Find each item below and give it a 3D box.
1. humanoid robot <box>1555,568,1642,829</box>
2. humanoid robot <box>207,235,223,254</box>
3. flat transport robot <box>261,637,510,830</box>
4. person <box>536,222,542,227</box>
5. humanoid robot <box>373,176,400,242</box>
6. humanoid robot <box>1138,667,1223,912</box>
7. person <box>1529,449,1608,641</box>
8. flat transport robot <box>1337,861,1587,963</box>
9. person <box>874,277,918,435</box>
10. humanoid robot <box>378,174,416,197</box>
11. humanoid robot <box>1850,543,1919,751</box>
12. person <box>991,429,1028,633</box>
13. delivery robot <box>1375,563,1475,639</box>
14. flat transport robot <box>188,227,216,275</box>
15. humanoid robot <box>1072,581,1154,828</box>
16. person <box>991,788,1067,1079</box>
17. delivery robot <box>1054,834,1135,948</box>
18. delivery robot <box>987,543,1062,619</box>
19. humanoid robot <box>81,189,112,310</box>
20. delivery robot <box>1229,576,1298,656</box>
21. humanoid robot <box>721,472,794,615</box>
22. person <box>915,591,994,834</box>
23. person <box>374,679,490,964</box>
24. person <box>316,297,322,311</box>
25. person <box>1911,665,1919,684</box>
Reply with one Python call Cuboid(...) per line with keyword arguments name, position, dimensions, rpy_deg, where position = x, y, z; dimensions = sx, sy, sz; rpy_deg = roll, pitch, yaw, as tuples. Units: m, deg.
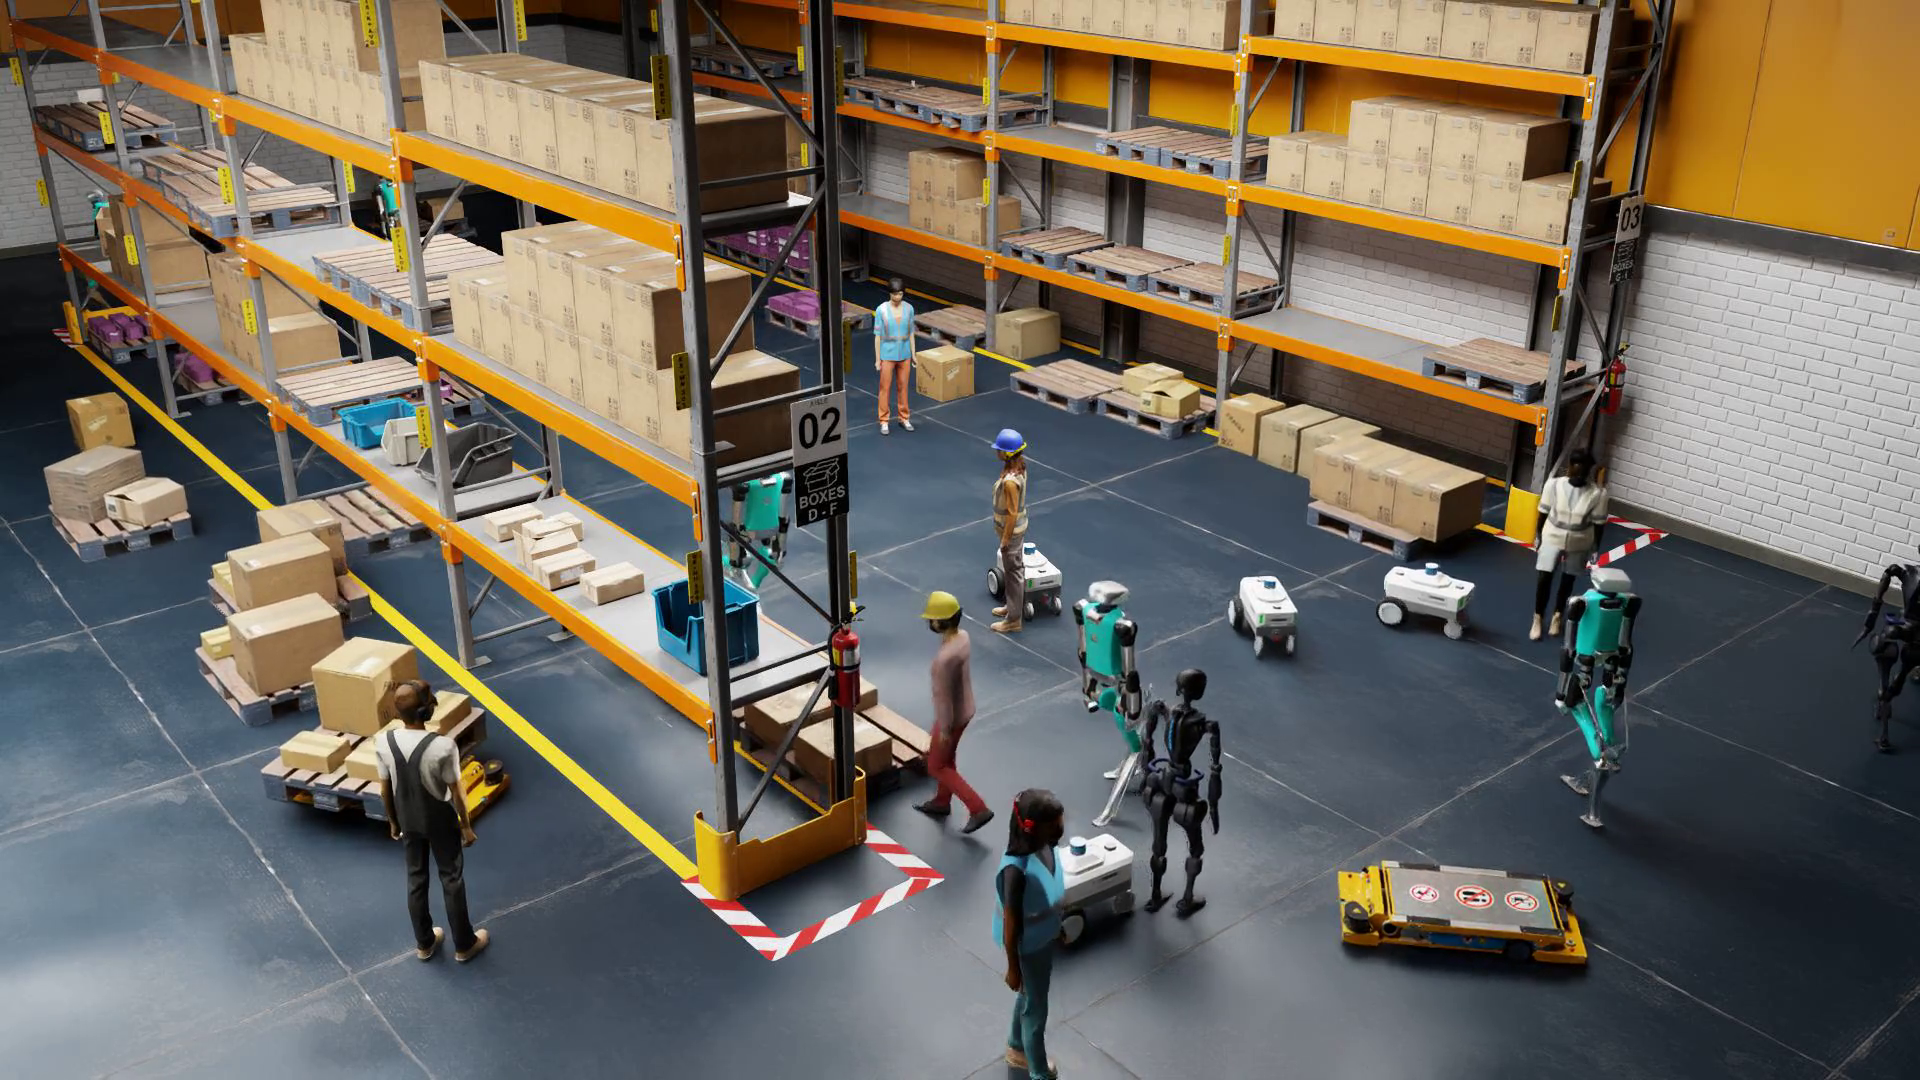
Cuboid(name="humanoid robot", position=(4.385, 1.132, 11.199), dimensions=(0.535, 1.772, 0.899), rpy_deg=(-5, 24, -11))
Cuboid(name="humanoid robot", position=(-10.427, -4.163, 23.506), dimensions=(0.335, 1.657, 0.602), rpy_deg=(-4, 24, -9))
Cuboid(name="flat transport robot", position=(-3.973, 1.700, 11.707), dimensions=(1.431, 0.231, 0.659), rpy_deg=(7, 24, 16))
Cuboid(name="person", position=(-5.140, -2.967, 20.451), dimensions=(0.406, 1.905, 0.650), rpy_deg=(13, 27, 28))
Cuboid(name="humanoid robot", position=(-8.011, -4.394, 23.961), dimensions=(0.600, 1.763, 0.866), rpy_deg=(-10, 25, -22))
Cuboid(name="humanoid robot", position=(1.355, 1.548, 10.296), dimensions=(0.609, 1.649, 0.322), rpy_deg=(19, 30, 37))
Cuboid(name="person", position=(5.001, 0.063, 13.700), dimensions=(0.554, 1.683, 0.559), rpy_deg=(9, 25, 20))
Cuboid(name="flat transport robot", position=(3.091, 2.301, 10.315), dimensions=(1.431, 0.231, 0.659), rpy_deg=(4, 24, 8))
Cuboid(name="person", position=(-0.714, -2.047, 18.494), dimensions=(0.489, 1.766, 0.323), rpy_deg=(-9, 25, -20))
Cuboid(name="humanoid robot", position=(-9.502, -6.141, 28.149), dimensions=(0.777, 1.895, 0.549), rpy_deg=(9, 25, 21))
Cuboid(name="humanoid robot", position=(6.961, 0.702, 12.310), dimensions=(0.613, 1.625, 0.788), rpy_deg=(6, 24, 13))
Cuboid(name="person", position=(0.411, -0.083, 13.932), dimensions=(0.308, 1.778, 0.461), rpy_deg=(3, 23, 6))
Cuboid(name="delivery robot", position=(3.958, 0.487, 14.175), dimensions=(0.793, 0.610, 0.499), rpy_deg=(14, 27, 30))
Cuboid(name="flat transport robot", position=(-11.111, -3.782, 24.401), dimensions=(1.431, 0.231, 0.659), rpy_deg=(-10, 25, -22))
Cuboid(name="humanoid robot", position=(1.167, 1.046, 11.392), dimensions=(0.915, 1.777, 0.530), rpy_deg=(-18, 29, -35))
Cuboid(name="person", position=(0.443, 2.127, 8.725), dimensions=(0.553, 1.861, 0.549), rpy_deg=(12, 26, 25))
Cuboid(name="delivery robot", position=(0.709, 2.142, 10.348), dimensions=(0.814, 0.614, 0.499), rpy_deg=(-15, 27, -31))
Cuboid(name="delivery robot", position=(0.594, 0.311, 14.568), dimensions=(0.499, 0.599, 0.784), rpy_deg=(-10, 25, -21))
Cuboid(name="humanoid robot", position=(-11.822, -3.830, 22.728), dimensions=(0.651, 1.858, 0.540), rpy_deg=(-16, 28, -32))
Cuboid(name="delivery robot", position=(2.571, 0.595, 13.930), dimensions=(0.499, 0.614, 0.818), rpy_deg=(-2, 23, -4))
Cuboid(name="humanoid robot", position=(-1.759, 0.047, 13.743), dimensions=(0.567, 1.752, 1.036), rpy_deg=(-15, 28, -32))
Cuboid(name="person", position=(-0.040, 1.166, 11.077), dimensions=(0.696, 1.738, 0.582), rpy_deg=(7, 24, 17))
Cuboid(name="person", position=(-3.123, 1.669, 9.794), dimensions=(0.507, 1.842, 0.333), rpy_deg=(3, 24, 8))
Cuboid(name="person", position=(-9.074, -4.025, 23.140), dimensions=(0.617, 1.722, 0.678), rpy_deg=(-3, 24, -8))
Cuboid(name="person", position=(7.802, 0.268, 12.945), dimensions=(0.547, 1.924, 0.383), rpy_deg=(14, 27, 30))
